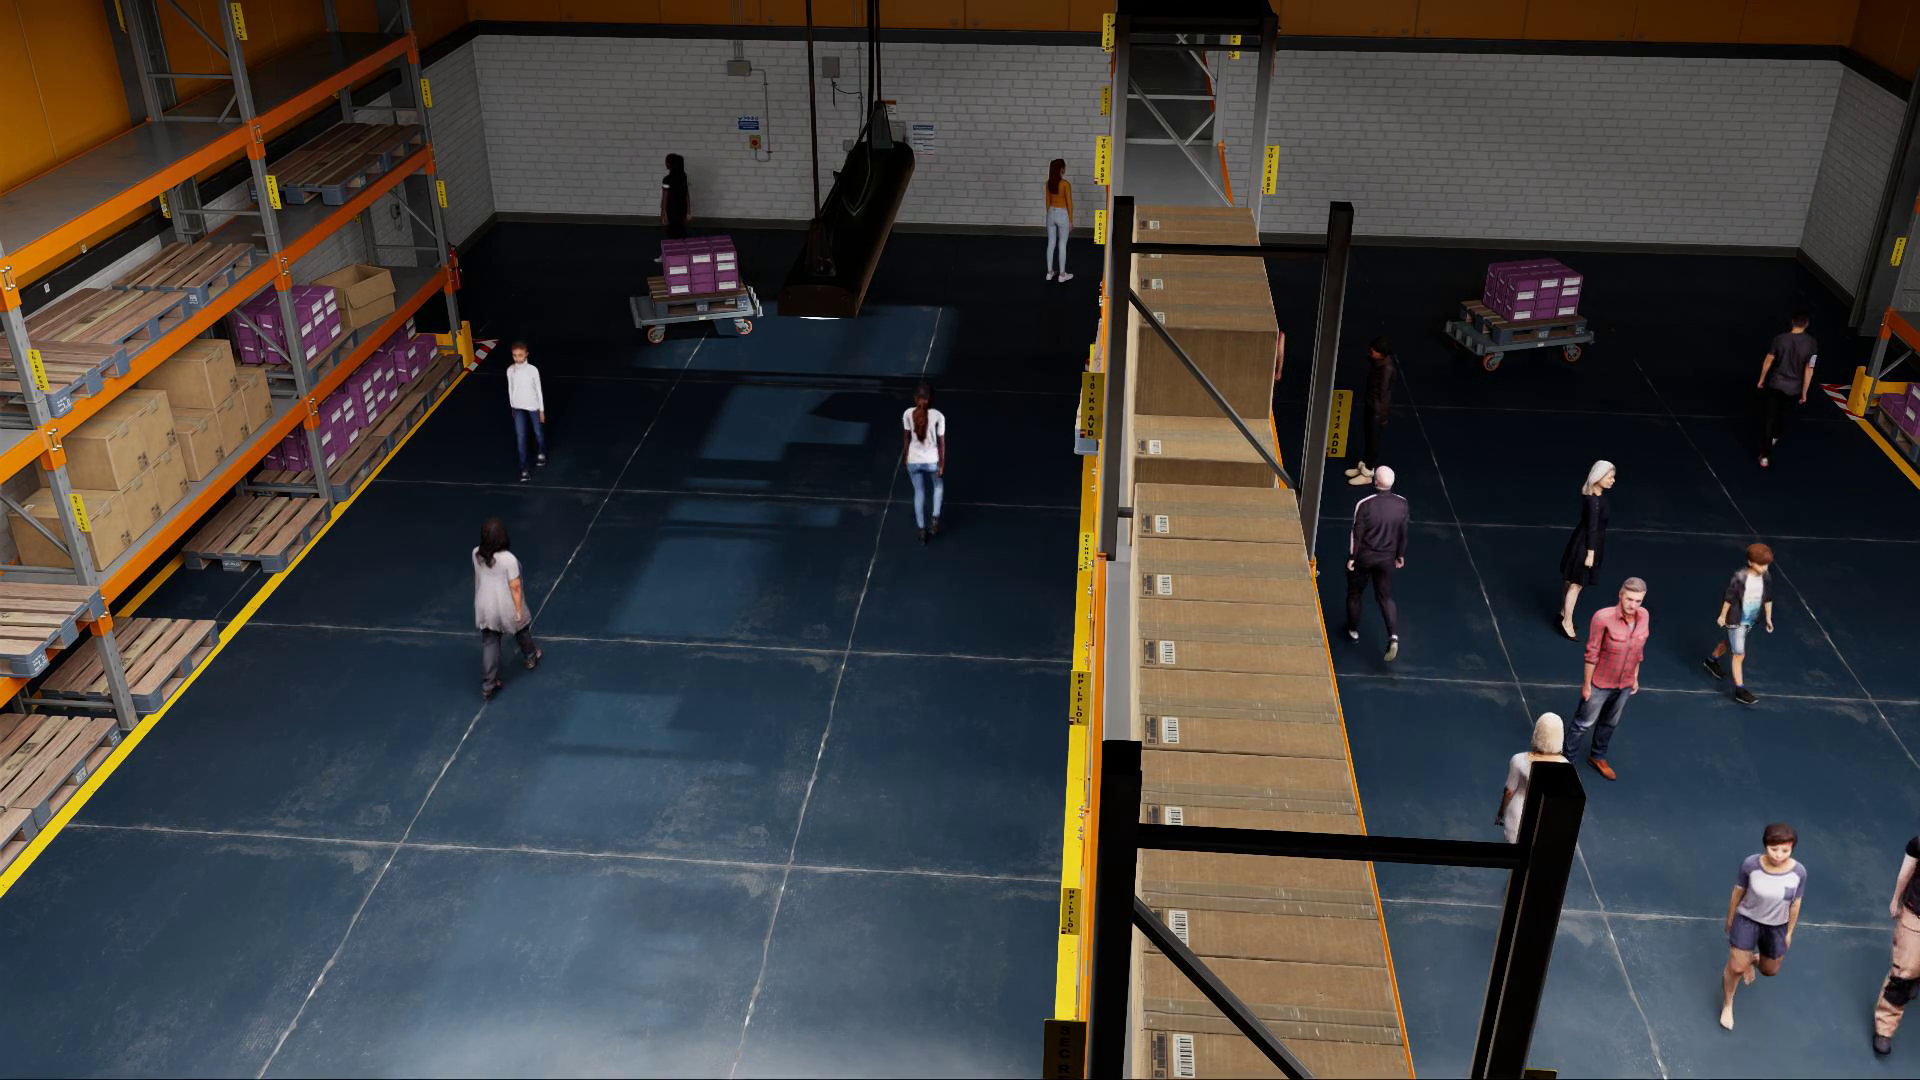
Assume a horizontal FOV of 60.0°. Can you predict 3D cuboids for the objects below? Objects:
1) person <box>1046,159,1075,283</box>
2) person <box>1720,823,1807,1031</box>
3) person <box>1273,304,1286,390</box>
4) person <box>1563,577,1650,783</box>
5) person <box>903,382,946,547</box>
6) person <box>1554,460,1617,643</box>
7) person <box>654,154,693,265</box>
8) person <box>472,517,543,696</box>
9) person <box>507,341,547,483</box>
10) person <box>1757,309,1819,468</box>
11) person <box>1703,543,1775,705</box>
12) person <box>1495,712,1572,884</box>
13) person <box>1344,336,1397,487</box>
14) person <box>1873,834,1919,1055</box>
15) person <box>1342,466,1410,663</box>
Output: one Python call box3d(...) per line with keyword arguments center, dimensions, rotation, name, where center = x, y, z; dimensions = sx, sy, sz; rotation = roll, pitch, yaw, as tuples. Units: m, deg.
box3d(center=(1.378, -4.497, 23.349), dimensions=(0.679, 1.751, 0.704), rotation=(18, 33, 29), name="person")
box3d(center=(5.208, 2.449, 10.828), dimensions=(0.653, 1.547, 0.820), rotation=(8, 30, 14), name="person")
box3d(center=(3.432, -1.898, 18.804), dimensions=(0.551, 1.541, 0.580), rotation=(3, 29, 5), name="person")
box3d(center=(5.088, 1.075, 13.051), dimensions=(0.752, 1.830, 0.685), rotation=(-7, 29, -12), name="person")
box3d(center=(-0.371, -0.726, 16.479), dimensions=(0.575, 1.709, 0.619), rotation=(3, 29, 6), name="person")
box3d(center=(5.639, 0.078, 14.966), dimensions=(0.706, 1.746, 0.572), rotation=(8, 30, 14), name="person")
box3d(center=(-3.957, -4.586, 23.585), dimensions=(1.017, 1.681, 1.185), rotation=(16, 32, 27), name="person")
box3d(center=(-3.975, 0.587, 14.220), dimensions=(0.698, 1.568, 1.038), rotation=(7, 29, 12), name="person")
box3d(center=(-4.652, -1.442, 18.000), dimensions=(0.654, 1.510, 1.089), rotation=(-2, 29, -4), name="person")
box3d(center=(8.950, -1.613, 18.103), dimensions=(0.916, 1.711, 1.228), rotation=(12, 31, 21), name="person")
box3d(center=(6.682, 0.641, 14.289), dimensions=(0.793, 1.407, 1.039), rotation=(-9, 30, -16), name="person")
box3d(center=(3.938, 2.007, 11.465), dimensions=(0.621, 1.714, 1.068), rotation=(4, 29, 8), name="person")
box3d(center=(4.453, -1.394, 17.756), dimensions=(0.656, 1.659, 0.594), rotation=(16, 32, 27), name="person")
box3d(center=(6.280, 2.376, 10.689), dimensions=(0.921, 1.808, 1.235), rotation=(11, 31, 20), name="person")
box3d(center=(3.673, 0.231, 14.614), dimensions=(0.830, 1.815, 1.124), rotation=(-4, 29, -7), name="person")
